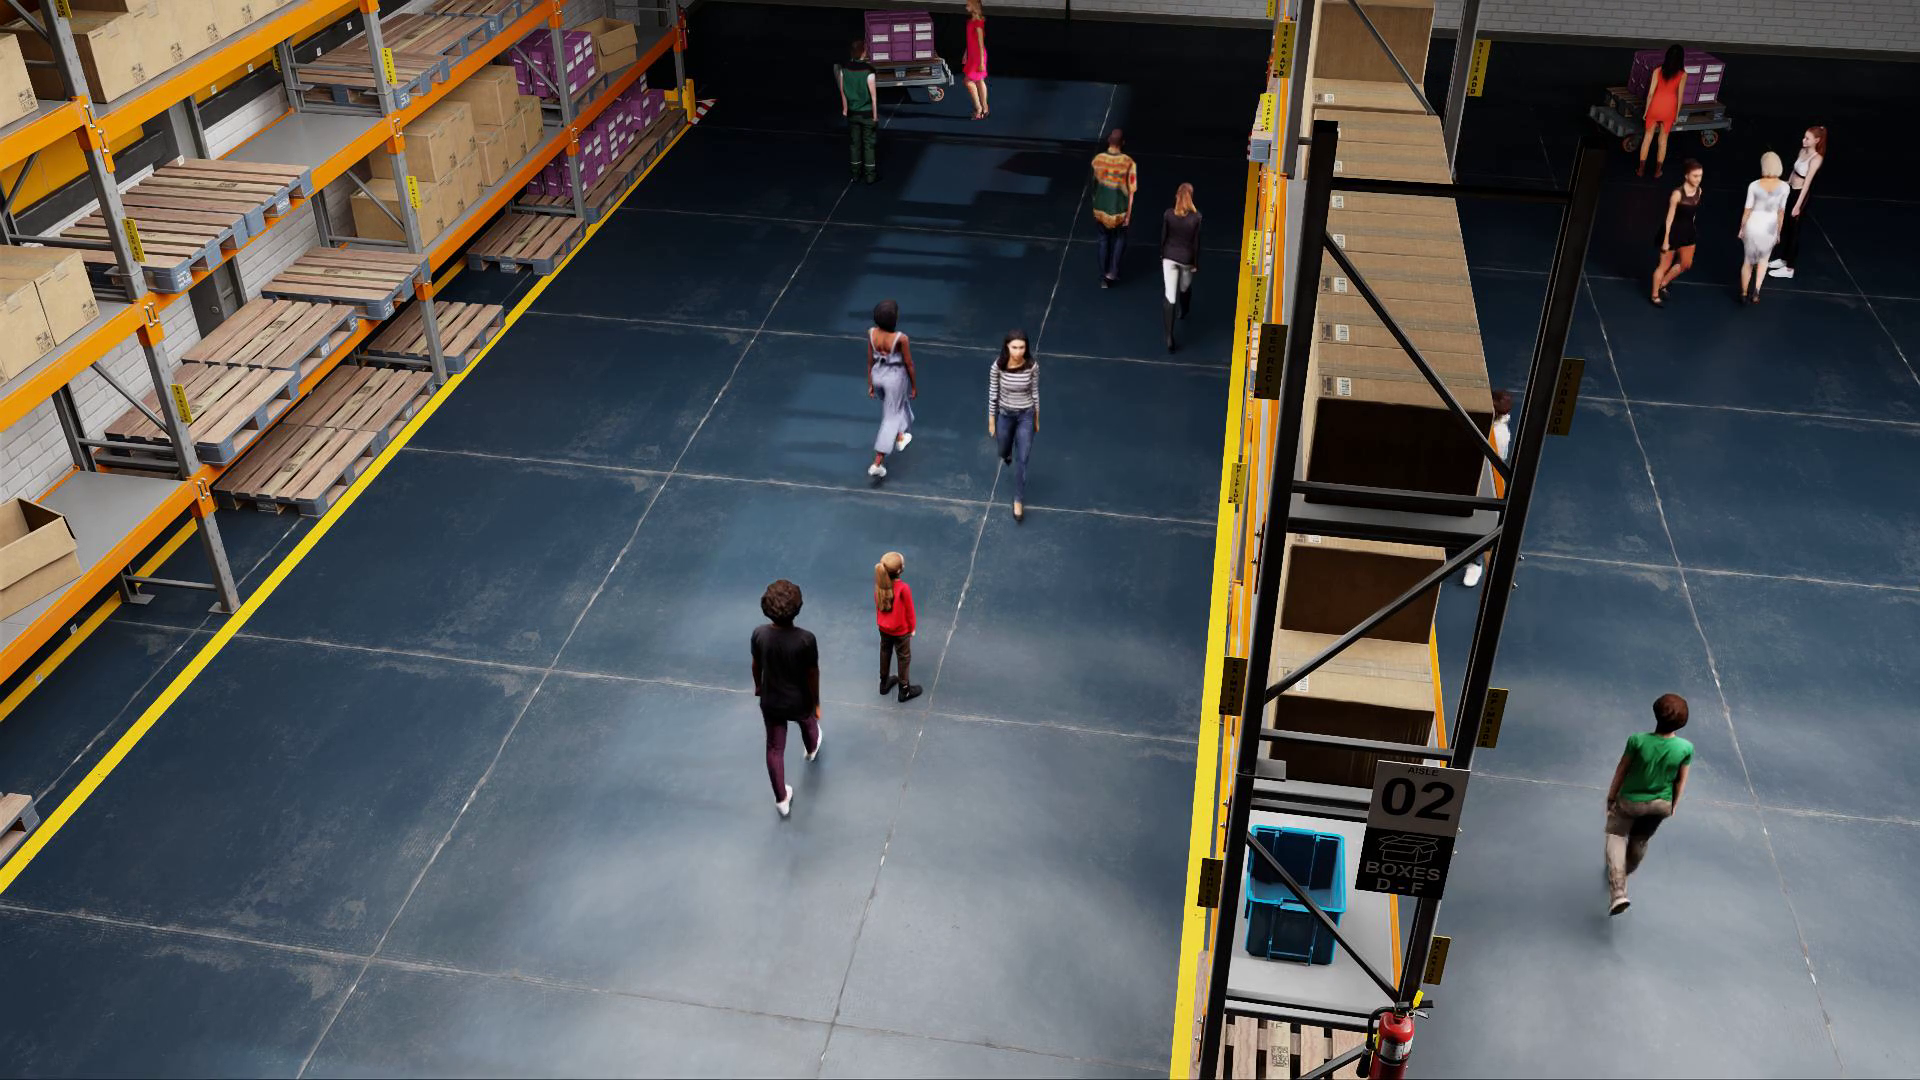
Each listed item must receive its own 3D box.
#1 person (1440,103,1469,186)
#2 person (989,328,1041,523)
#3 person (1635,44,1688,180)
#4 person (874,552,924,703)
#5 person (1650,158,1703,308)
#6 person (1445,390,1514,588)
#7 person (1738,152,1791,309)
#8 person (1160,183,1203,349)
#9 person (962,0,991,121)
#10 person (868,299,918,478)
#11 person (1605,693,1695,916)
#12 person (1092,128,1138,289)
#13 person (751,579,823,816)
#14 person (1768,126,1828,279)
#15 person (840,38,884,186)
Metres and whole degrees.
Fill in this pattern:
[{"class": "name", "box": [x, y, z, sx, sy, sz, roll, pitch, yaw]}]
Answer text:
[{"class": "person", "box": [5.536, -4.223, 19.261, 0.683, 1.771, 1.199, 6, 34, 9]}, {"class": "person", "box": [0.470, -1.068, 14.510, 0.741, 1.776, 1.061, -2, 34, -3]}, {"class": "person", "box": [8.923, -5.447, 21.150, 0.619, 1.718, 0.585, 12, 36, 18]}, {"class": "person", "box": [-0.487, 0.629, 12.404, 0.572, 1.281, 0.600, 21, 39, 29]}, {"class": "person", "box": [7.722, -3.349, 18.041, 0.724, 1.666, 0.772, -13, 36, -19]}, {"class": "person", "box": [4.259, -0.494, 13.612, 0.950, 1.814, 0.582, 7, 34, 10]}, {"class": "person", "box": [8.599, -3.281, 17.889, 0.685, 1.721, 0.720, 16, 37, 23]}, {"class": "person", "box": [2.251, -2.810, 17.227, 0.554, 1.669, 1.170, 5, 34, 8]}, {"class": "person", "box": [0.323, -6.647, 22.960, 0.727, 1.715, 0.655, -5, 34, -7]}, {"class": "person", "box": [-0.669, -1.351, 15.044, 0.823, 1.657, 1.201, 16, 37, 23]}, {"class": "person", "box": [4.315, 1.698, 10.477, 0.604, 1.635, 0.905, 7, 34, 11]}, {"class": "person", "box": [1.643, -3.610, 18.319, 0.721, 1.793, 0.717, 10, 35, 15]}, {"class": "person", "box": [-1.191, 1.103, 11.278, 0.703, 1.739, 1.080, 2, 34, 3]}, {"class": "person", "box": [9.412, -3.809, 18.667, 0.638, 1.740, 0.462, 4, 34, 5]}, {"class": "person", "box": [-1.242, -5.414, 20.987, 0.692, 1.843, 0.659, 13, 36, 19]}]
